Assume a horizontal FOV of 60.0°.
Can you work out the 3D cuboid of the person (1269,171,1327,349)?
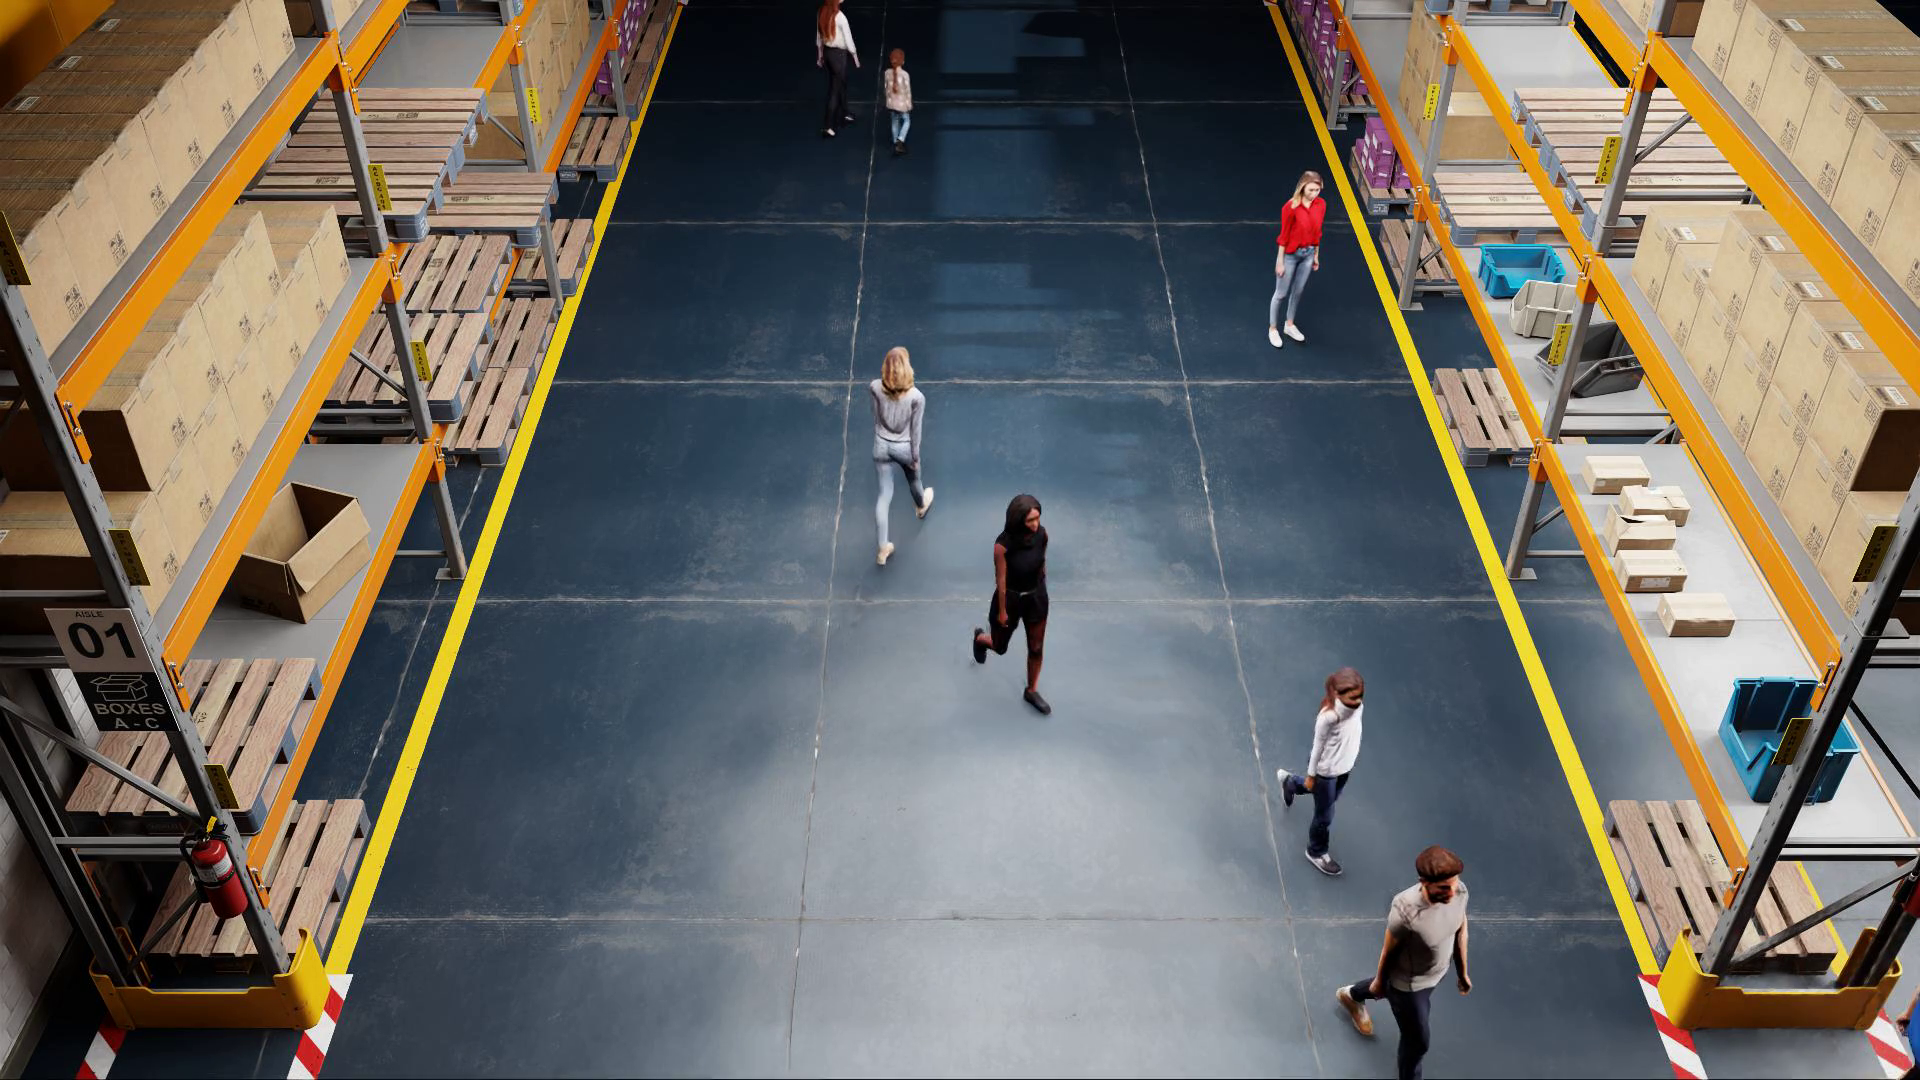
[{"bbox_3d":[3.023,-2.549,14.945,0.684,1.705,0.653,-16,41,-19],"label":"person"}]

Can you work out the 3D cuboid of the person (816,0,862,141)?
[{"bbox_3d":[-1.430,-5.197,18.236,0.944,1.736,0.885,-32,48,-33],"label":"person"}]

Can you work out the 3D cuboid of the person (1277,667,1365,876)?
[{"bbox_3d":[2.221,1.331,10.221,0.841,1.537,0.983,-23,44,-26],"label":"person"}]

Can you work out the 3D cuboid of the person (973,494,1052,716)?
[{"bbox_3d":[0.349,0.395,11.244,0.910,1.724,1.075,-21,43,-25],"label":"person"}]

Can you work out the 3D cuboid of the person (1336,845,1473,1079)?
[{"bbox_3d":[2.371,2.226,8.842,1.078,1.860,1.273,-23,44,-26],"label":"person"}]

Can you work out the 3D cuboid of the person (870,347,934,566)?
[{"bbox_3d":[-0.519,-0.600,12.466,0.894,1.753,1.216,13,40,15],"label":"person"}]

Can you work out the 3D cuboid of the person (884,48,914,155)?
[{"bbox_3d":[-0.693,-4.752,18.117,0.577,1.190,0.612,17,42,20],"label":"person"}]
